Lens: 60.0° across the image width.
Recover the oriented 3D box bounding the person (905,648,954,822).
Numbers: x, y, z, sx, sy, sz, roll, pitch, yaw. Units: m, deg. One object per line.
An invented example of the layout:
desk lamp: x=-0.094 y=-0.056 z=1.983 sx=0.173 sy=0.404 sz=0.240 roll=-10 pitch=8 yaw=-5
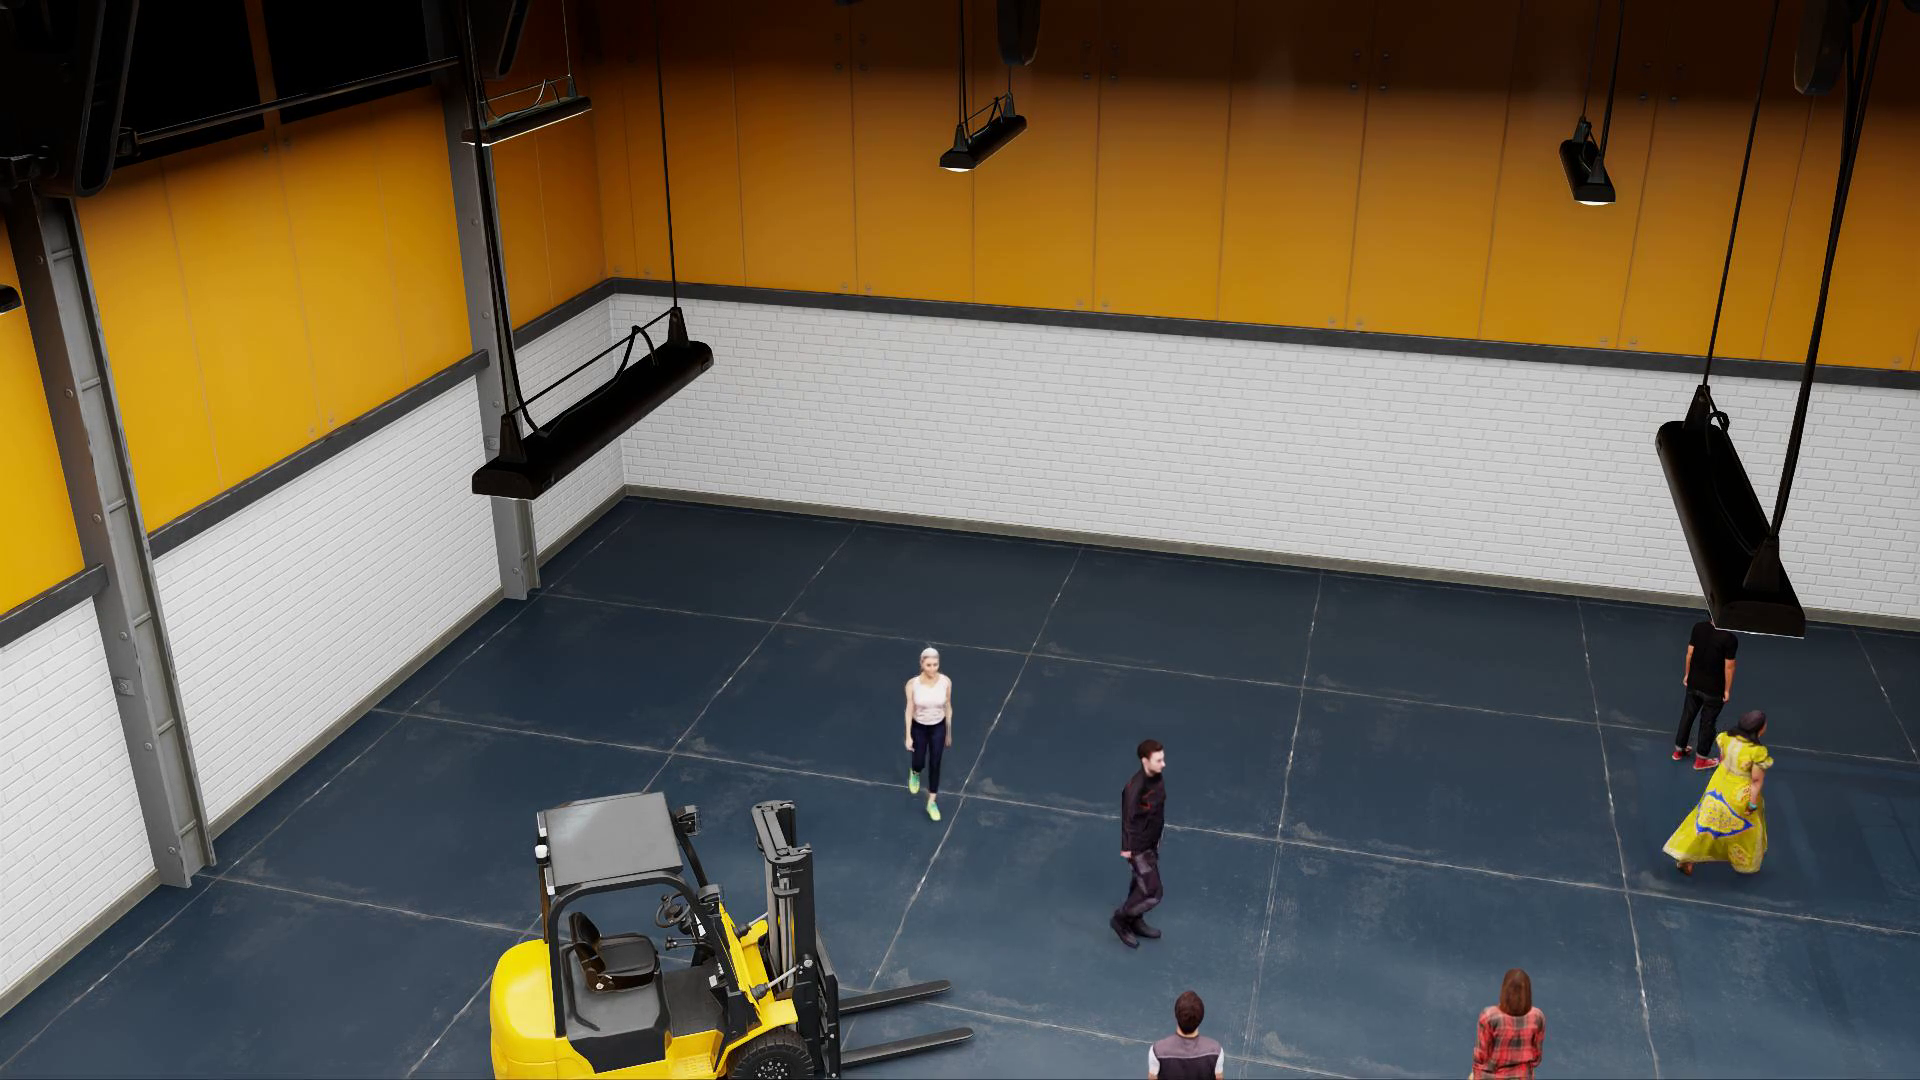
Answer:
person: x=-0.318 y=1.729 z=15.366 sx=0.839 sy=1.695 sz=0.948 roll=-6 pitch=24 yaw=-14

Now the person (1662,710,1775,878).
person: x=6.603 y=2.219 z=14.331 sx=1.369 sy=1.626 sz=1.311 roll=-13 pitch=27 yaw=-28

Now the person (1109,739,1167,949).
person: x=1.421 y=2.428 z=13.509 sx=0.810 sy=1.901 sz=0.692 roll=12 pitch=26 yaw=25

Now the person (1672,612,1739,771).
person: x=7.228 y=1.377 z=16.093 sx=0.753 sy=1.757 sz=0.709 roll=-15 pitch=28 yaw=-31

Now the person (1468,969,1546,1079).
person: x=3.629 y=3.585 z=11.112 sx=0.678 sy=1.701 sz=0.650 roll=-1 pitch=24 yaw=-2

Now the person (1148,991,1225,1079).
person: x=1.427 y=3.692 z=10.685 sx=0.729 sy=1.848 sz=0.685 roll=-1 pitch=24 yaw=-2
